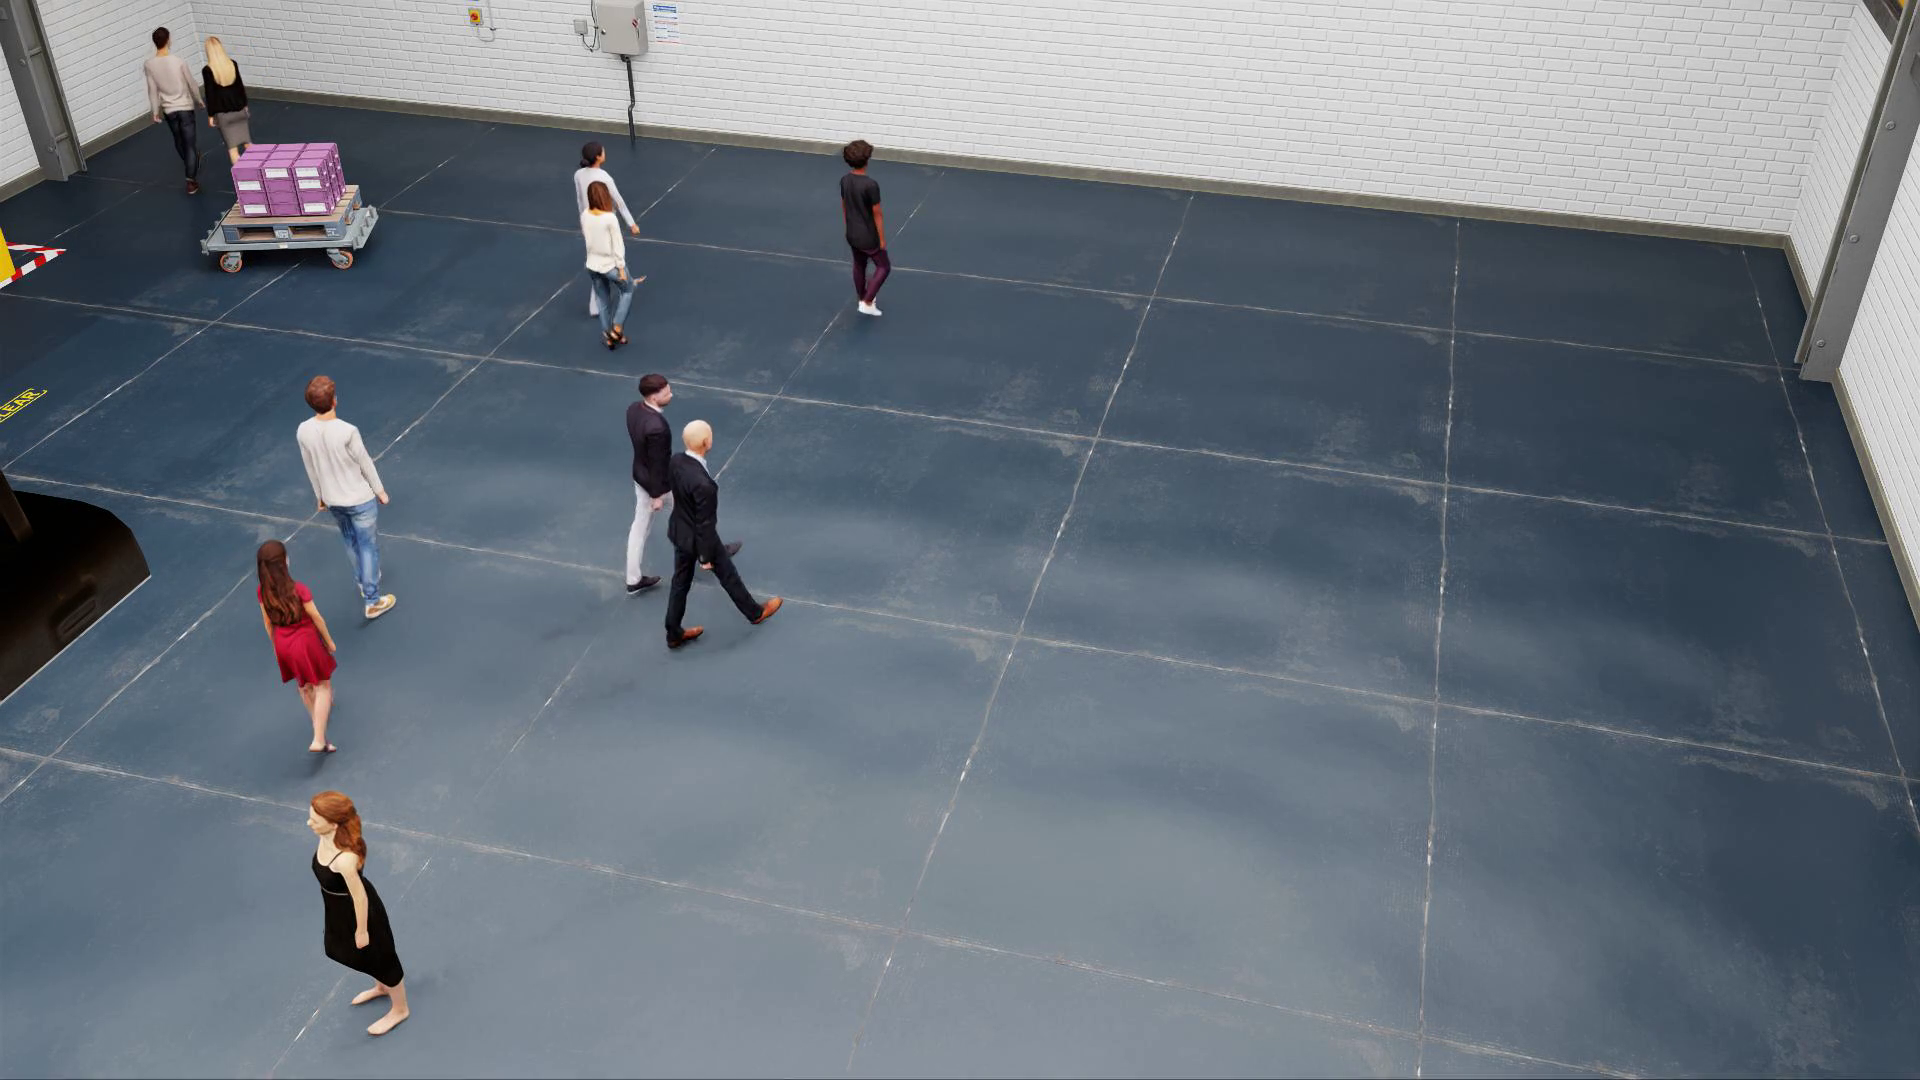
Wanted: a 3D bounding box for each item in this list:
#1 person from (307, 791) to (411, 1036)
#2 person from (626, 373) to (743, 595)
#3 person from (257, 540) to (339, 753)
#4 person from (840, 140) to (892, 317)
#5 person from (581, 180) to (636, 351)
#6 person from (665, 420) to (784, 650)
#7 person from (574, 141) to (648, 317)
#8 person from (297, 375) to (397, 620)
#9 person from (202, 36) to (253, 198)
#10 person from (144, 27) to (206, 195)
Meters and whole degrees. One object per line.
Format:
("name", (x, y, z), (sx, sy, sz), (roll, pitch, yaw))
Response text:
("person", (-3.215, 1.972, 8.880), (0.733, 1.624, 0.683), (-21, 39, -28))
("person", (-2.344, -0.377, 12.263), (1.256, 1.792, 1.168), (-20, 38, -27))
("person", (-4.322, 0.689, 10.862), (0.608, 1.566, 0.848), (3, 34, 5))
("person", (-0.958, -3.013, 16.245), (0.797, 1.774, 0.849), (22, 39, 29))
("person", (-3.374, -2.539, 15.624), (0.702, 1.673, 0.690), (18, 38, 25))
("person", (-1.927, 0.019, 11.705), (1.212, 1.750, 1.065), (-24, 40, -31))
("person", (-3.574, -3.018, 16.323), (0.923, 1.697, 1.153), (25, 41, 32))
("person", (-4.438, -0.297, 12.043), (0.679, 1.903, 0.796), (6, 34, 9))
("person", (-8.243, -4.786, 18.853), (0.750, 1.840, 0.604), (21, 39, 28))
("person", (-8.915, -4.850, 18.982), (0.940, 1.804, 1.258), (-6, 34, -9))
